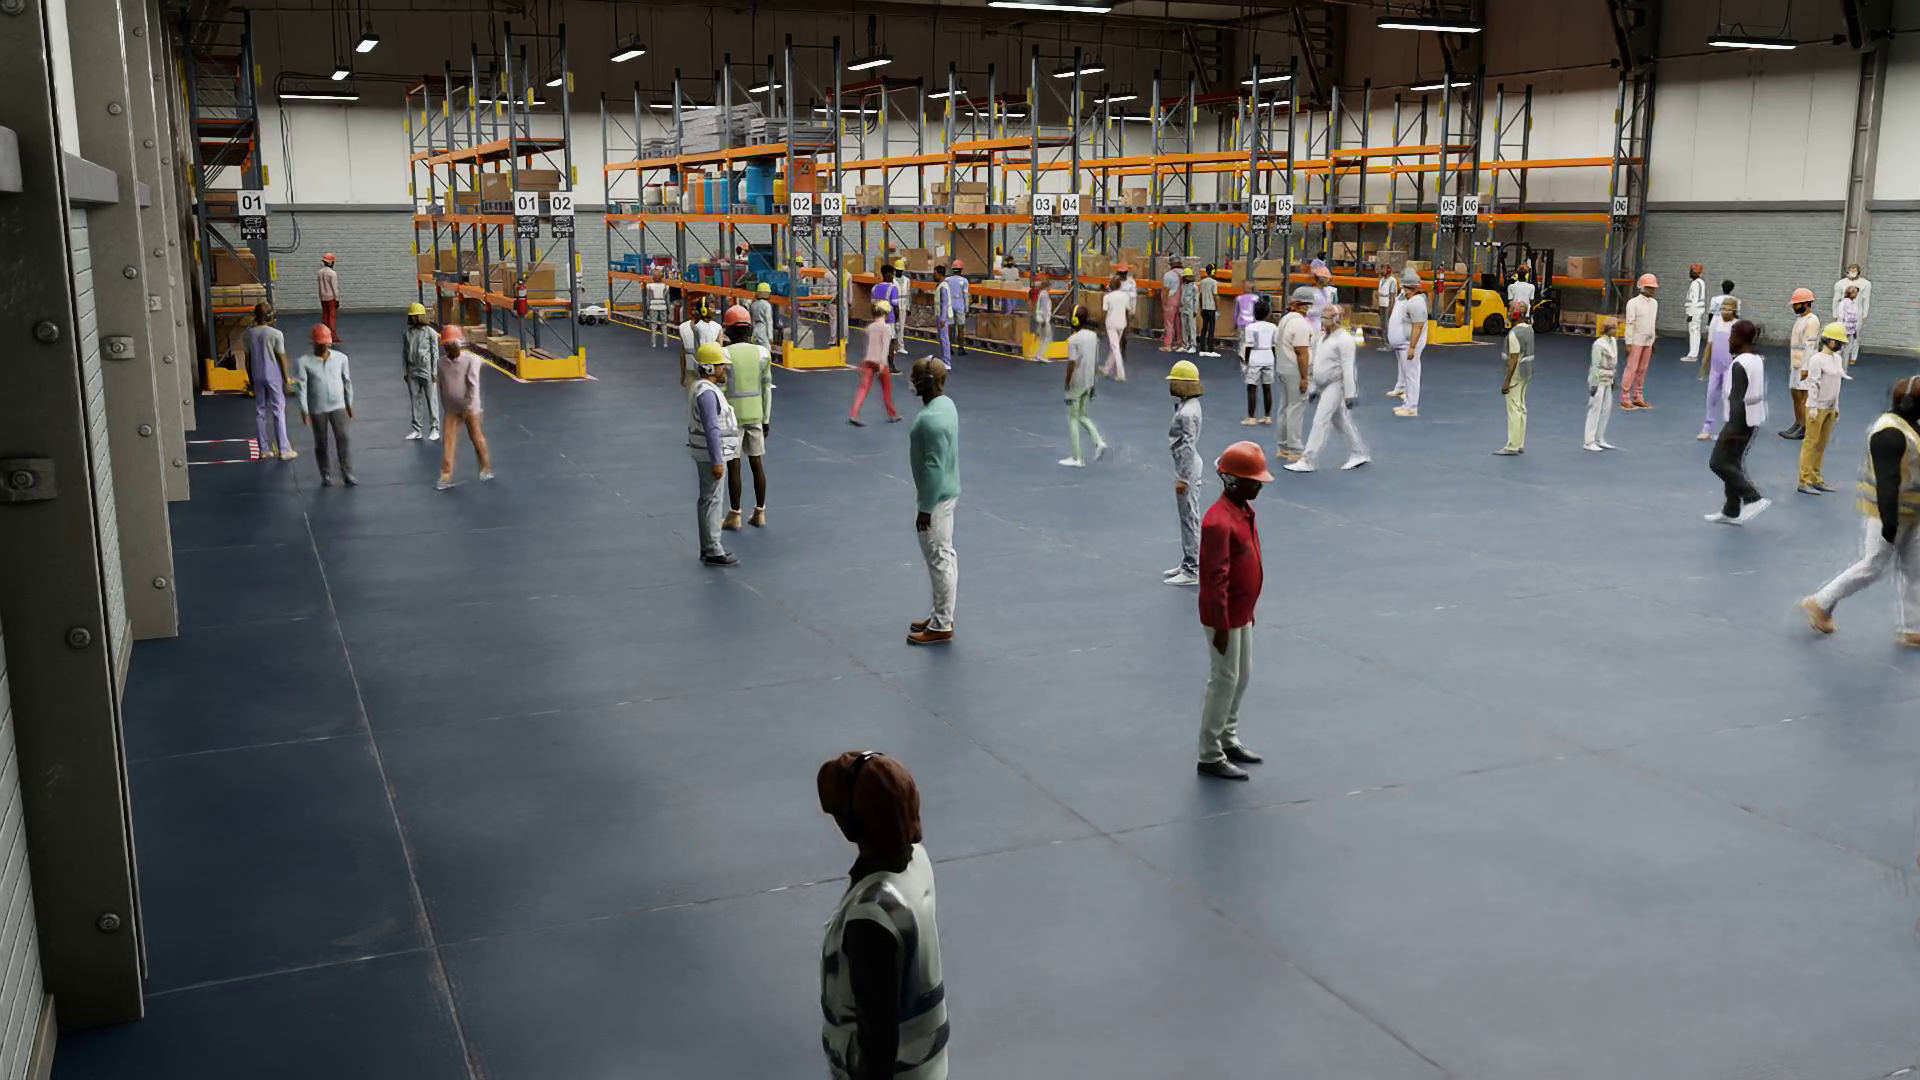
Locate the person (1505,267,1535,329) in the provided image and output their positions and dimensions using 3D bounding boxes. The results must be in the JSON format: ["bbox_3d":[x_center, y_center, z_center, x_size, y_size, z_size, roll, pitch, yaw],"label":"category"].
[{"bbox_3d":[10.522,-4.185,31.253,0.507,1.865,0.329,2,11,12],"label":"person"}]

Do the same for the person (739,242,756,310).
[{"bbox_3d":[-6.301,-7.851,49.476,0.612,2.030,0.410,3,11,14],"label":"person"}]

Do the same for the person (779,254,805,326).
[{"bbox_3d":[-4.339,-6.368,42.312,0.995,1.881,0.588,6,13,30],"label":"person"}]

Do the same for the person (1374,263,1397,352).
[{"bbox_3d":[8.885,-4.826,34.593,0.389,1.837,0.560,-3,11,-13],"label":"person"}]

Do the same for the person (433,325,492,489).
[{"bbox_3d":[-5.291,-1.425,17.627,0.557,1.711,0.895,3,12,15],"label":"person"}]

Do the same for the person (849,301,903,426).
[{"bbox_3d":[-1.168,-2.404,22.649,0.527,1.686,0.979,10,15,41],"label":"person"}]

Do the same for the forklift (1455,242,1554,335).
[{"bbox_3d":[13.047,-6.049,39.881,2.313,2.155,1.214,-5,12,-23],"label":"forklift"}]

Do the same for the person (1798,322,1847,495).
[{"bbox_3d":[8.897,-1.356,17.122,0.522,1.768,0.311,-8,14,-36],"label":"person"}]

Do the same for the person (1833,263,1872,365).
[{"bbox_3d":[16.892,-4.275,31.557,0.622,1.932,0.367,7,13,30],"label":"person"}]

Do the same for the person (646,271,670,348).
[{"bbox_3d":[-6.455,-4.925,35.612,0.508,1.629,0.317,-3,12,-16],"label":"person"}]

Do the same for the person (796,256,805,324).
[{"bbox_3d":[-4.178,-6.475,43.172,0.349,1.759,0.520,-2,11,-10],"label":"person"}]

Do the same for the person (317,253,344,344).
[{"bbox_3d":[-13.916,-5.327,36.749,0.623,1.989,0.405,7,13,33],"label":"person"}]

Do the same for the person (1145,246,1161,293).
[{"bbox_3d":[4.893,-6.462,42.364,0.390,2.040,0.614,-3,11,-13],"label":"person"}]

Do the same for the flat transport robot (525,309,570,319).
[{"bbox_3d":[-11.272,-6.202,45.560,0.652,0.197,1.431,7,13,31],"label":"flat transport robot"}]

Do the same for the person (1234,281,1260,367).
[{"bbox_3d":[5.332,-4.016,31.006,0.542,1.622,0.432,9,14,37],"label":"person"}]

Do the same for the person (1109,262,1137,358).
[{"bbox_3d":[3.219,-4.554,33.011,0.560,1.906,0.714,2,11,8],"label":"person"}]

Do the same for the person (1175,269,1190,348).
[{"bbox_3d":[4.750,-4.935,35.515,0.319,1.690,0.540,-2,11,-11],"label":"person"}]

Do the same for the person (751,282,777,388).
[{"bbox_3d":[-3.237,-3.375,27.468,0.322,1.737,0.485,-10,15,-42],"label":"person"}]

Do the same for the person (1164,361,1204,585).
[{"bbox_3d":[1.736,-0.522,12.940,0.304,1.745,0.483,2,11,10],"label":"person"}]

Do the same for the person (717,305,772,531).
[{"bbox_3d":[-2.005,-1.106,15.148,0.608,2.044,0.372,-8,14,-35],"label":"person"}]

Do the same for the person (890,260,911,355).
[{"bbox_3d":[-1.257,-4.758,34.019,0.586,1.921,0.383,-8,14,-36],"label":"person"}]

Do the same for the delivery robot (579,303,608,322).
[{"bbox_3d":[-9.437,-5.865,42.886,0.707,0.478,0.477,-10,15,-42],"label":"delivery robot"}]

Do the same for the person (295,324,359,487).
[{"bbox_3d":[-6.616,-1.393,17.423,0.598,1.709,0.825,-8,14,-35],"label":"person"}]

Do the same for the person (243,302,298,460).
[{"bbox_3d":[-8.076,-1.847,19.430,0.505,1.840,0.345,1,11,7],"label":"person"}]

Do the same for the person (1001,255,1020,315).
[{"bbox_3d":[1.241,-6.151,41.288,0.536,1.850,0.691,-6,13,-28],"label":"person"}]

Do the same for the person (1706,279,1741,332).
[{"bbox_3d":[13.858,-3.879,30.154,0.536,1.678,0.675,1,11,6],"label":"person"}]

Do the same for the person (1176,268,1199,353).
[{"bbox_3d":[4.712,-4.748,34.419,0.324,1.743,0.490,-8,14,-37],"label":"person"}]

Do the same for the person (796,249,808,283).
[{"bbox_3d":[-5.056,-8.281,52.382,0.573,1.741,0.355,-3,11,-13],"label":"person"}]

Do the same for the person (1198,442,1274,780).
[{"bbox_3d":[1.405,0.356,8.495,0.354,1.737,0.574,5,12,23],"label":"person"}]

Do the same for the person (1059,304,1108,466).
[{"bbox_3d":[1.394,-1.741,18.865,0.482,1.851,0.541,10,15,41],"label":"person"}]

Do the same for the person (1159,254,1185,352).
[{"bbox_3d":[4.458,-4.956,34.718,0.686,2.000,0.537,-8,14,-34],"label":"person"}]
